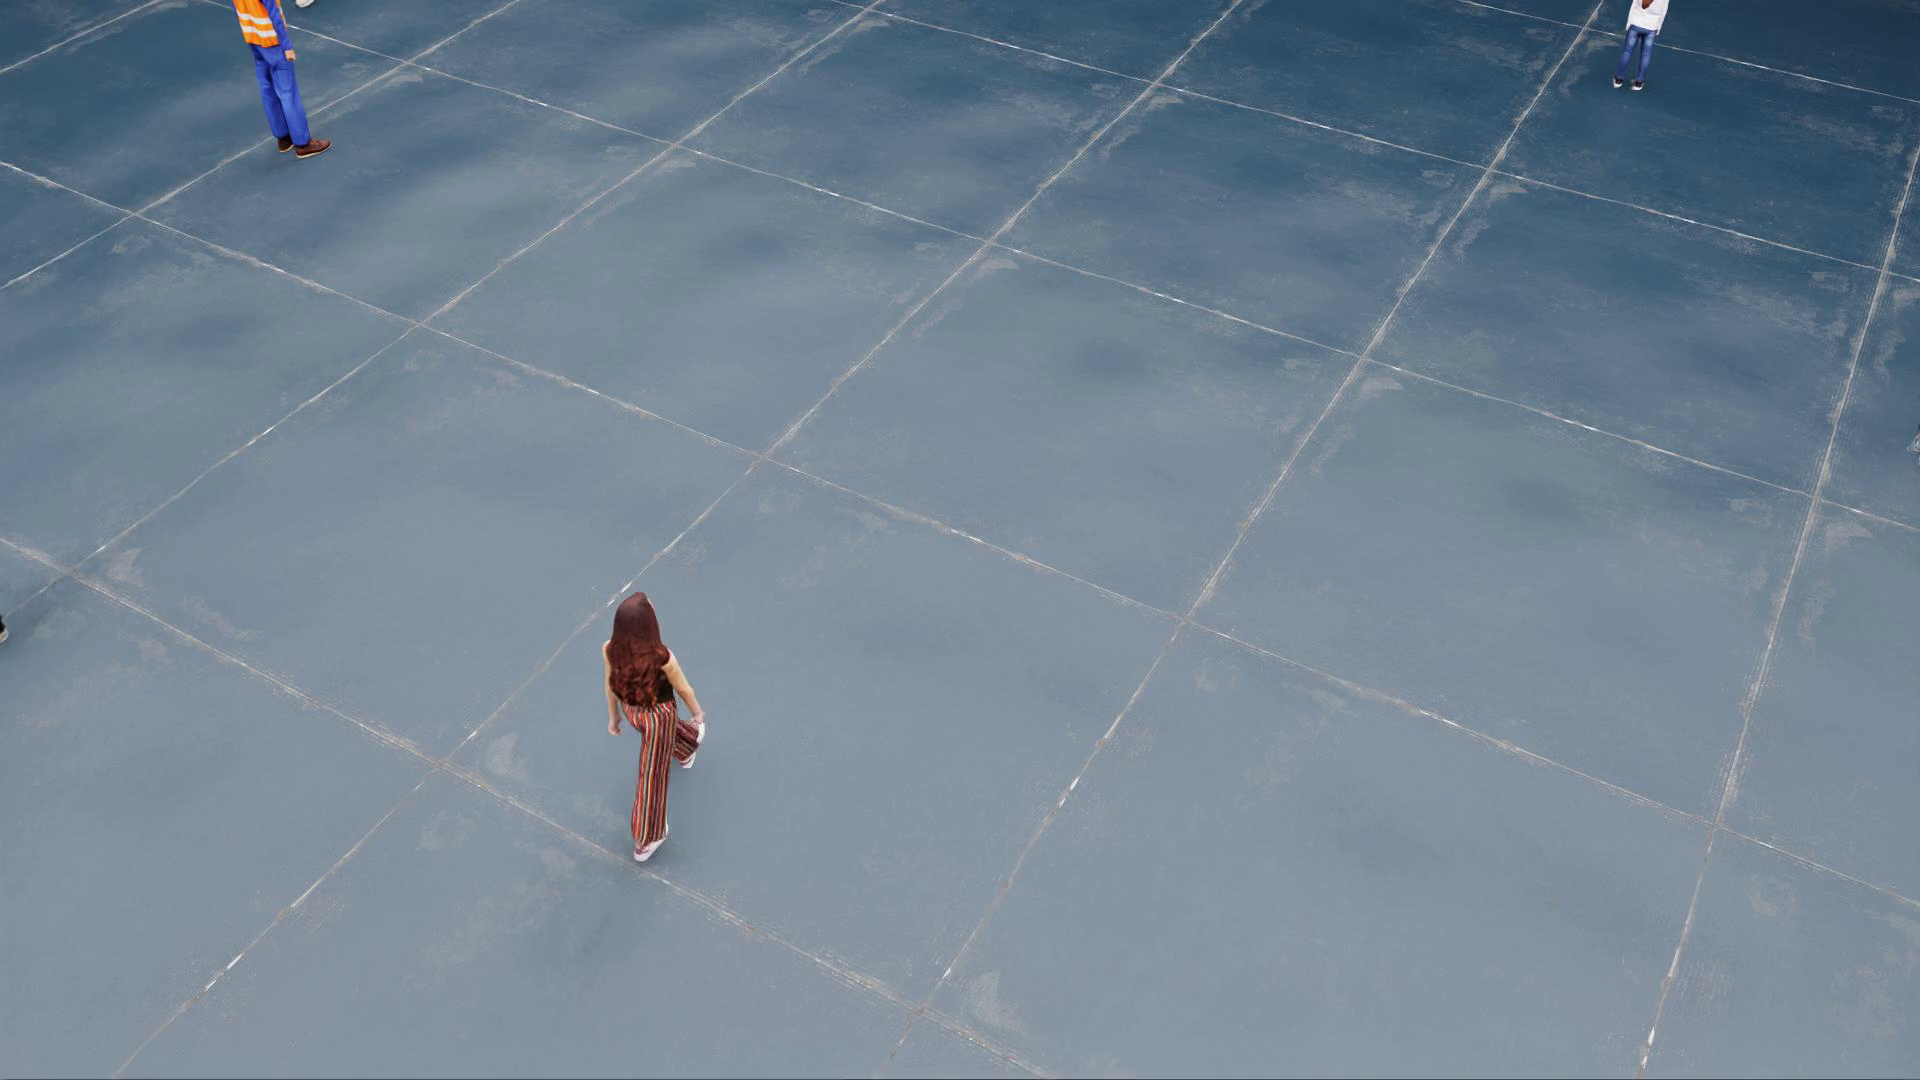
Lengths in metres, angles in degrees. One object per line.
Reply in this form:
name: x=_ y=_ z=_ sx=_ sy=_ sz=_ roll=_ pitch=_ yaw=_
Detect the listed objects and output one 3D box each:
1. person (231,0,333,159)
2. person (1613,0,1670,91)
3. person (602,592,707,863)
person: x=-5.486 y=-3.942 z=13.182 sx=0.695 sy=1.862 sz=0.620 roll=25 pitch=48 yaw=25
person: x=5.885 y=-4.434 z=14.283 sx=0.465 sy=1.110 sz=0.492 roll=15 pitch=44 yaw=16
person: x=-1.532 y=0.926 z=8.080 sx=0.680 sy=1.514 sz=1.109 roll=14 pitch=44 yaw=15
